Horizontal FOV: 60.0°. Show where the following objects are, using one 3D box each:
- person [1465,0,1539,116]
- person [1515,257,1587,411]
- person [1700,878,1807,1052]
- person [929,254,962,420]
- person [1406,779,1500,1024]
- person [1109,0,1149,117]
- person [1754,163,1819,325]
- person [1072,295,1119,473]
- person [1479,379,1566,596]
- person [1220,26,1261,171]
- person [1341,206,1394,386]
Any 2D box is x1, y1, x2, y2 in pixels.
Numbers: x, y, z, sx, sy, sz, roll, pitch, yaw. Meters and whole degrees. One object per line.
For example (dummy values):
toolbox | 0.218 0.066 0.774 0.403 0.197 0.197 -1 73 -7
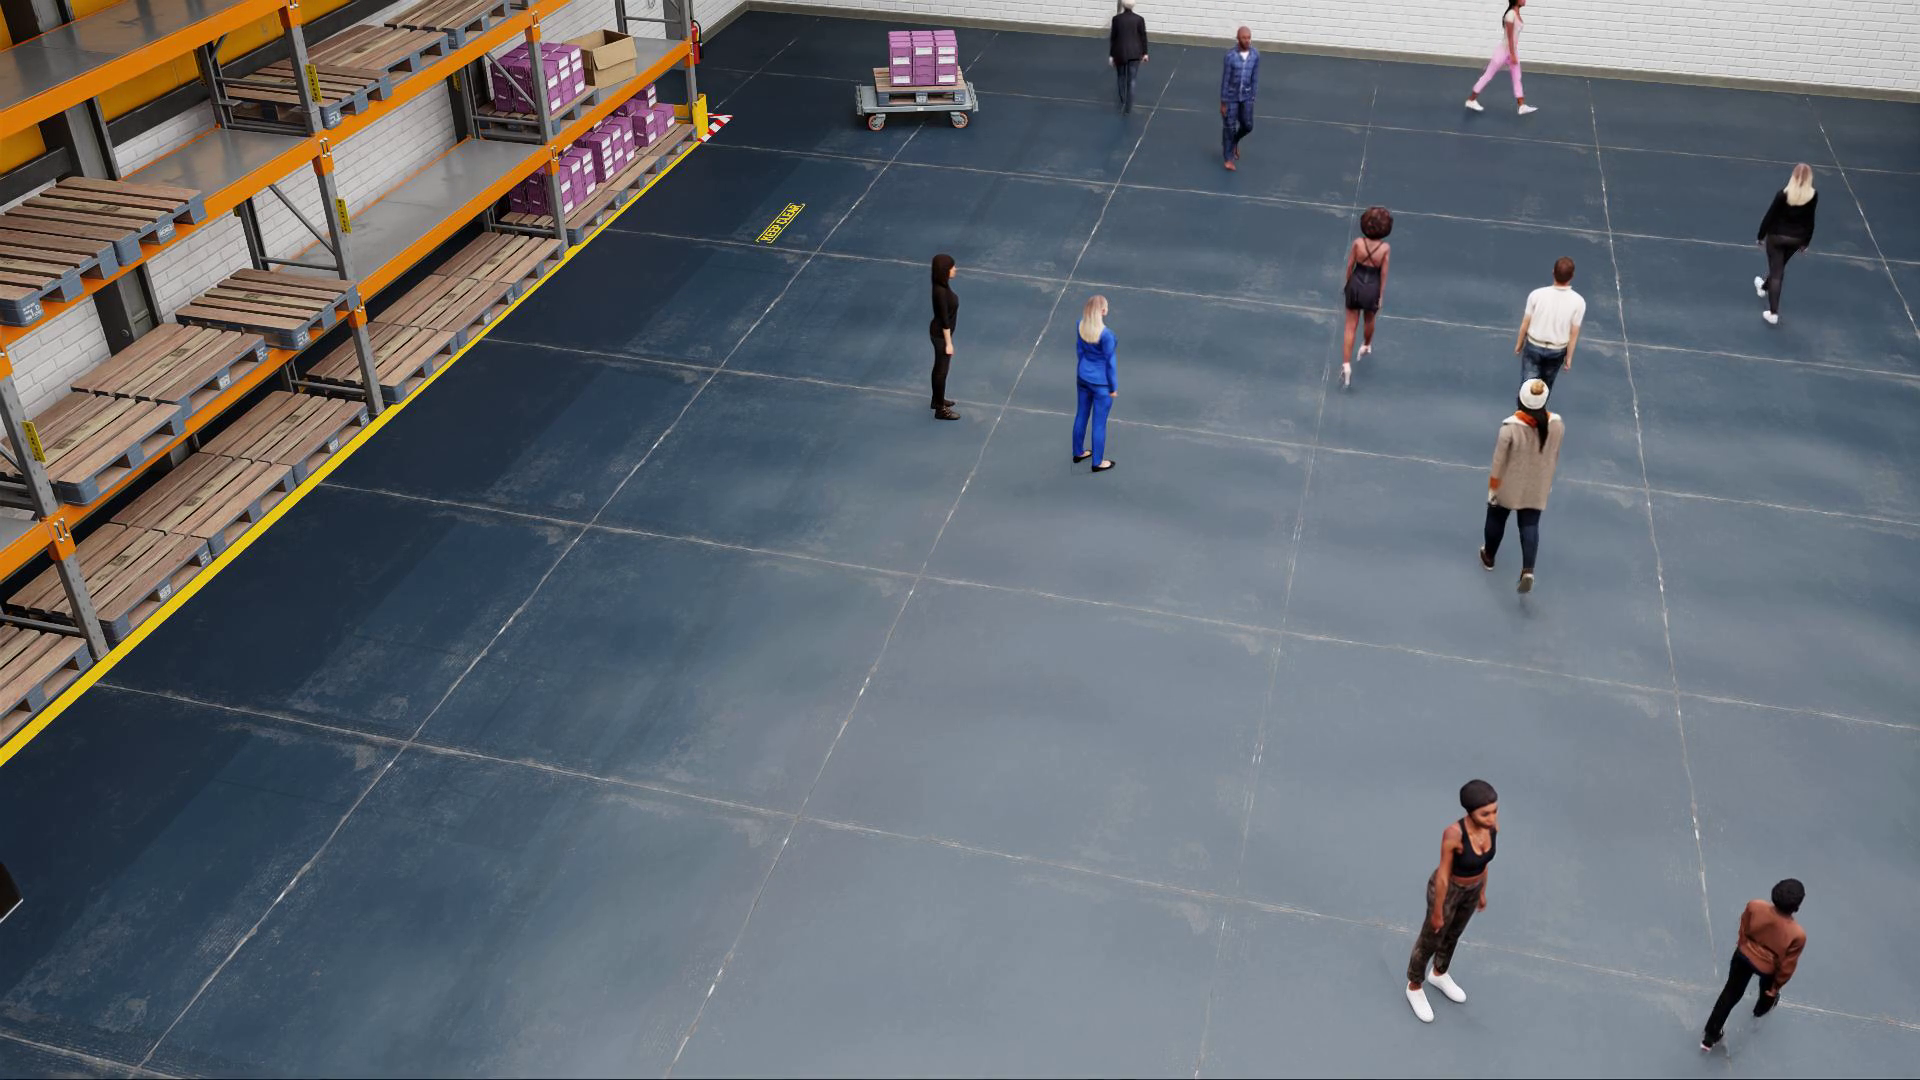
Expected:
person | 7.369 -6.645 22.770 0.916 1.681 1.203 20 39 27
person | 5.301 -1.656 15.138 0.734 1.821 1.213 11 35 16
person | 4.528 2.443 9.516 0.981 1.218 0.830 -27 42 -34
person | -0.175 -1.936 15.720 0.695 1.642 0.559 -4 34 -6
person | 2.881 2.054 9.666 0.665 1.699 0.720 -17 37 -23
person | 2.350 -6.628 22.966 0.751 1.747 0.991 8 34 12
person | 8.656 -3.069 17.431 0.790 1.636 1.188 3 34 4
person | 1.200 -1.410 14.875 0.733 1.701 0.706 -25 41 -33
person | 4.496 -0.432 13.254 0.827 1.867 1.110 1 34 1
person | 3.486 -5.658 21.169 0.830 1.810 0.891 -8 34 -12
person | 3.919 -2.346 16.249 0.612 1.741 1.085 11 35 16
